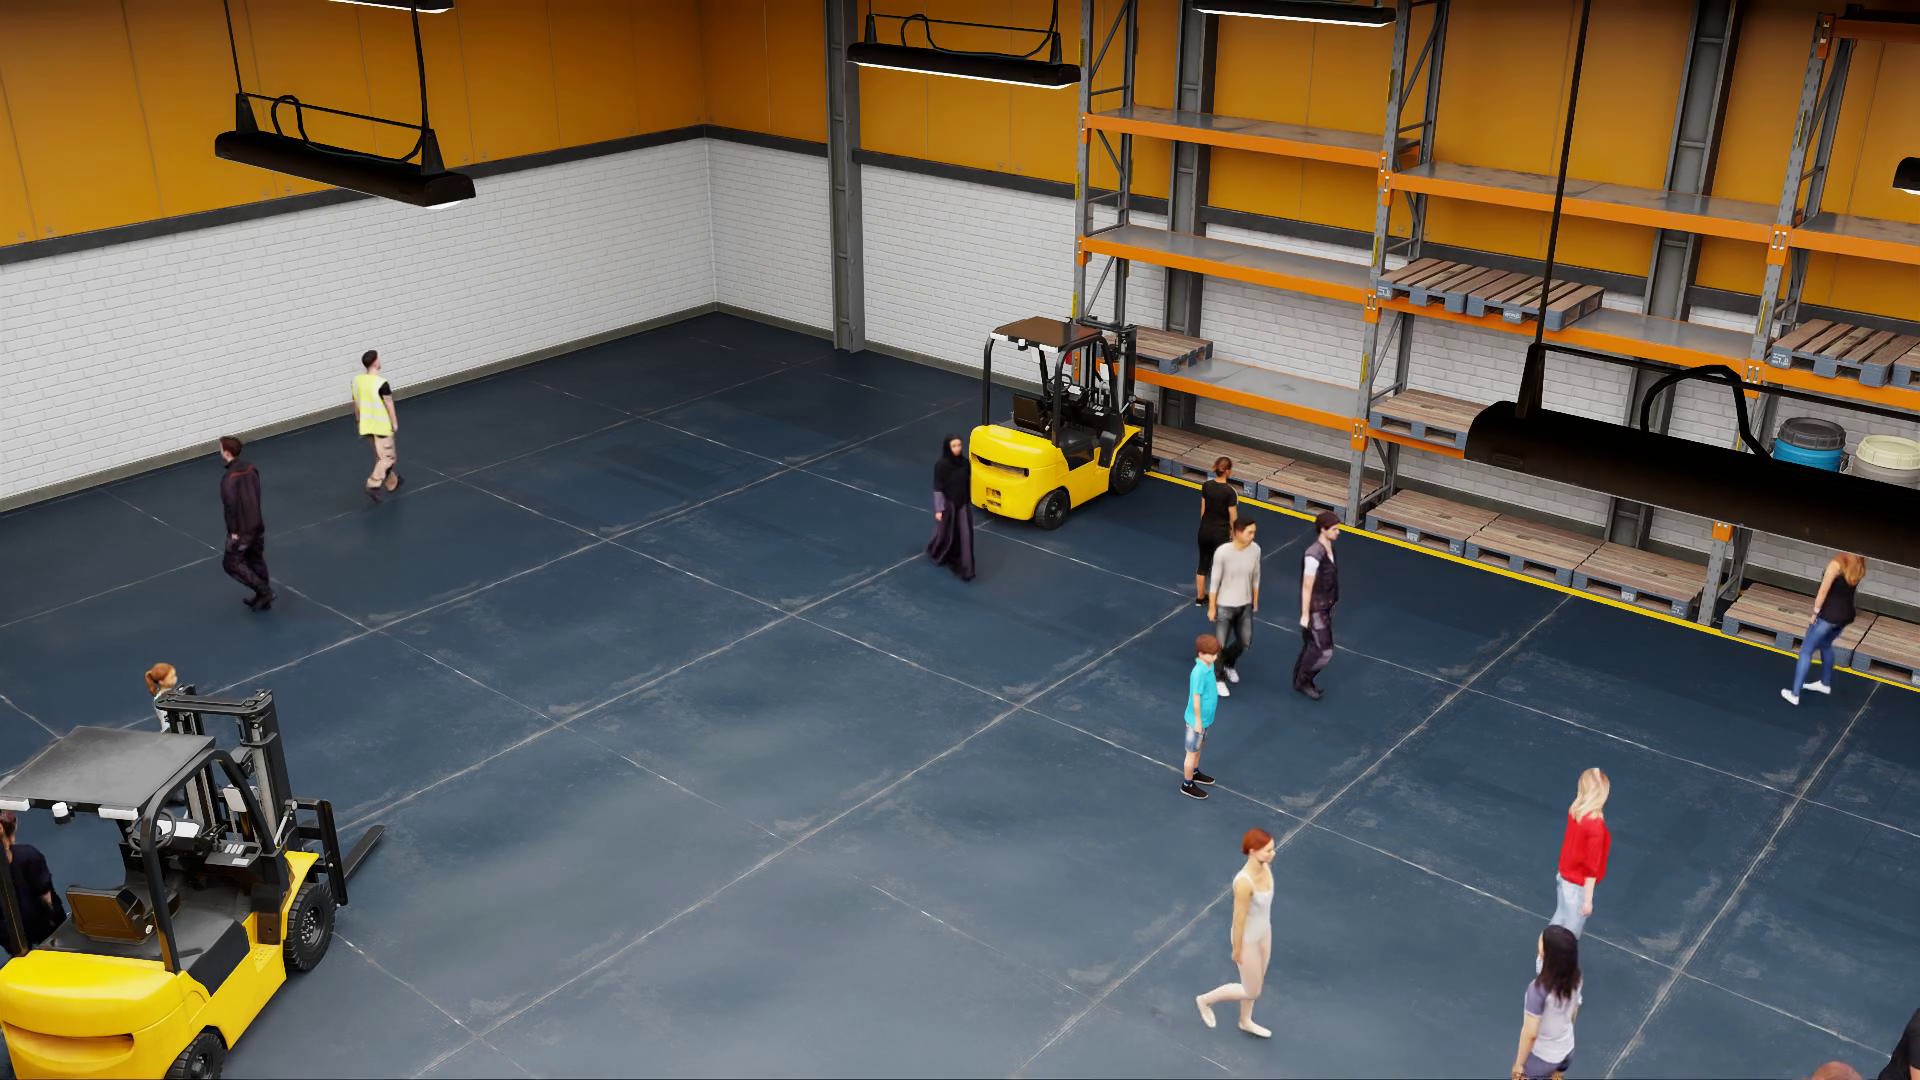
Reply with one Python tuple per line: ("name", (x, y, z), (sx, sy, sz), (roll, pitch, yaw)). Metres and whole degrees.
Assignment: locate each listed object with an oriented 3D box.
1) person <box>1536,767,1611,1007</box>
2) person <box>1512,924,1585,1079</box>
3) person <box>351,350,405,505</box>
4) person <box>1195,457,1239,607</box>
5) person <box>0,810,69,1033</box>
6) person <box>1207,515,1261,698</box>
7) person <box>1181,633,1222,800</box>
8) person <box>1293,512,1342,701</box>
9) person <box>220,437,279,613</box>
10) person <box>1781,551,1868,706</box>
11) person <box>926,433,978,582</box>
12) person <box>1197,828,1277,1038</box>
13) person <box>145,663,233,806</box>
("person", (4.240, 2.388, 11.418), (0.788, 1.688, 0.763), (5, 24, 12))
("person", (3.472, 3.050, 9.854), (0.637, 1.727, 0.610), (-15, 28, -31))
("person", (-6.949, -1.327, 19.746), (1.123, 1.824, 0.985), (8, 25, 19))
("person", (2.619, -0.069, 17.063), (0.463, 1.668, 0.645), (20, 30, 38))
("person", (-6.256, 2.553, 11.065), (1.023, 1.667, 1.040), (1, 24, 1))
("person", (2.507, 0.556, 15.471), (0.830, 1.797, 0.874), (-4, 24, -10))
("person", (1.998, 1.437, 13.891), (0.570, 1.449, 0.578), (9, 25, 20))
("person", (3.204, 0.592, 15.339), (0.698, 1.838, 0.734), (13, 27, 27))
("person", (-7.209, -0.125, 16.907), (0.907, 1.896, 0.852), (5, 24, 11))
("person", (8.050, 0.711, 15.259), (0.810, 1.684, 0.781), (-15, 28, -31))
("person", (-0.110, -0.403, 17.915), (0.923, 1.597, 1.174), (-10, 25, -21))
("person", (1.844, 2.598, 11.007), (0.760, 1.631, 0.625), (12, 26, 26))
("person", (-6.532, 1.614, 13.675), (0.824, 1.297, 0.842), (-7, 25, -16))
